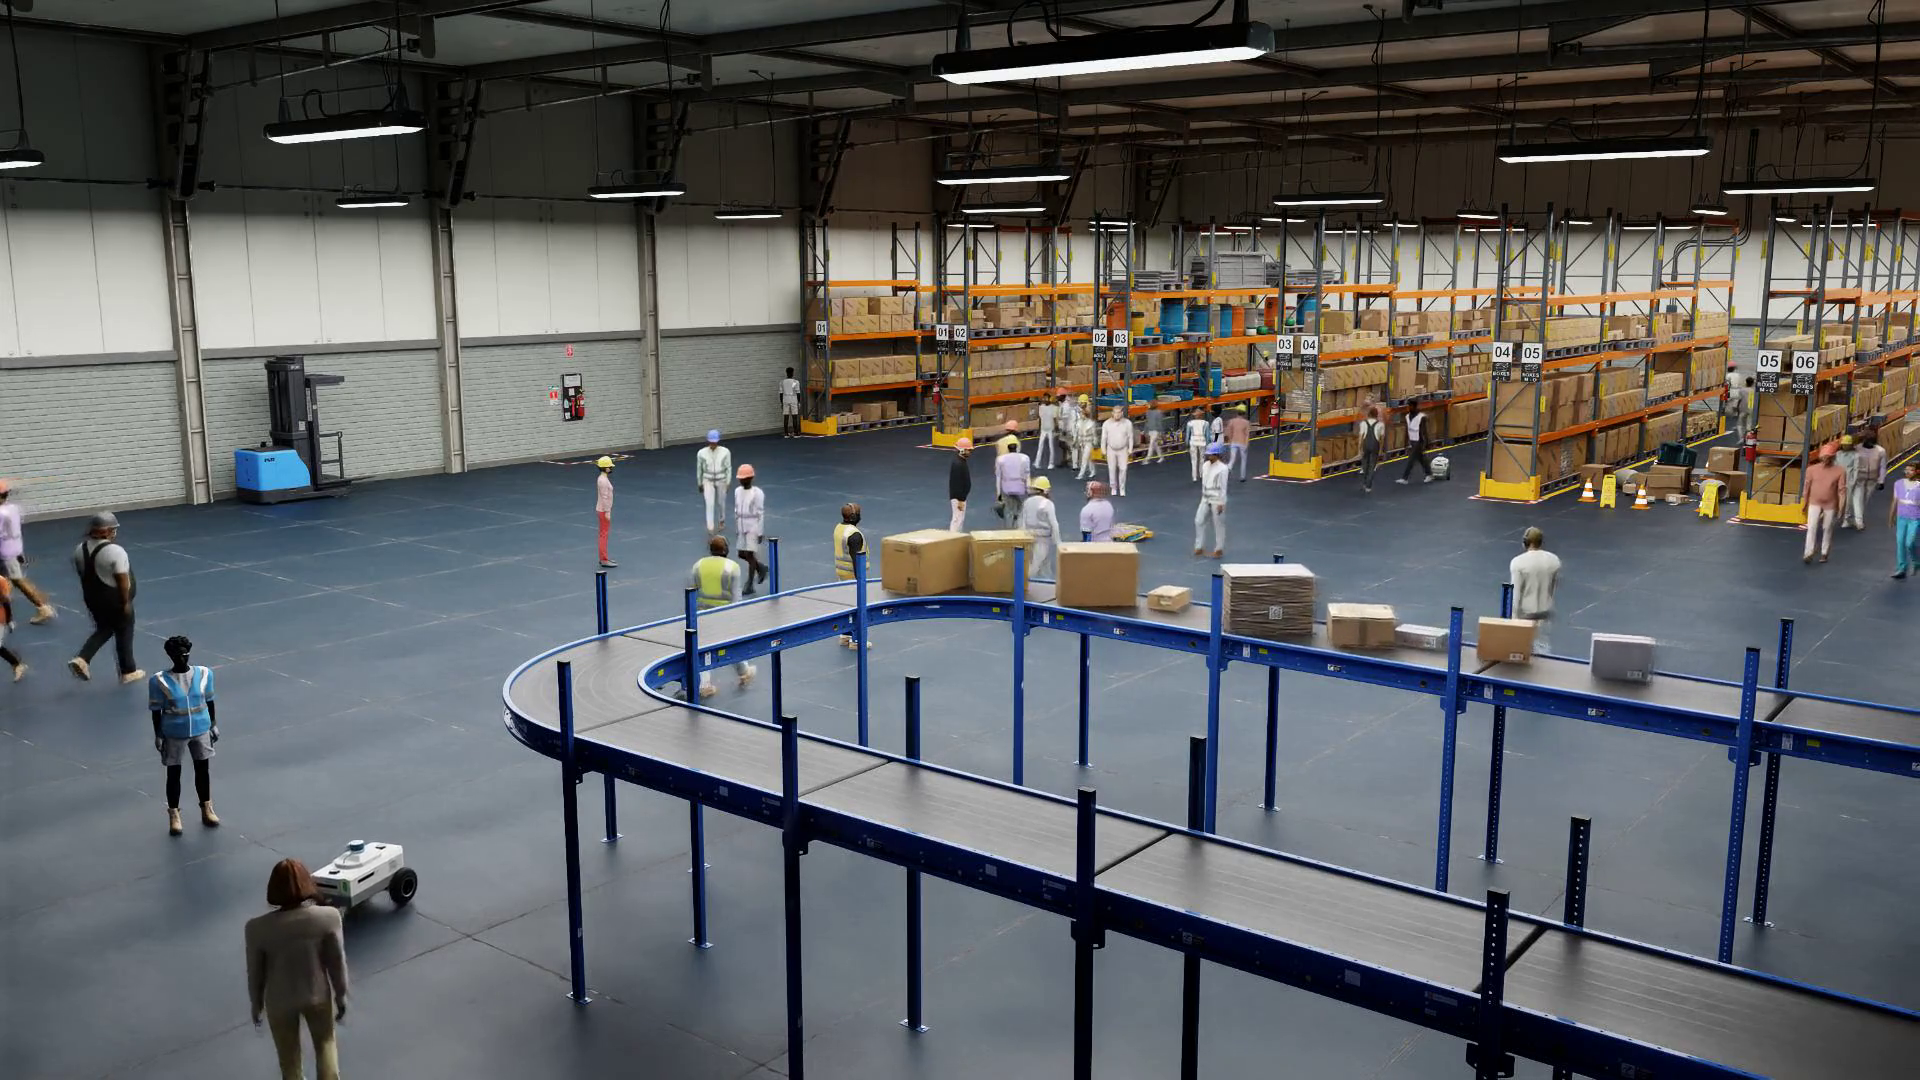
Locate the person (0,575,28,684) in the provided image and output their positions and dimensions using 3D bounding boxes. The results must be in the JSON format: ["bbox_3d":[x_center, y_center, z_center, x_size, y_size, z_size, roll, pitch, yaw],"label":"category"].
[{"bbox_3d":[-10.968,0.893,17.768,0.538,1.663,0.828,2,10,14],"label":"person"}]

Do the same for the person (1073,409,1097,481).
[{"bbox_3d":[2.848,-2.151,35.118,0.505,1.585,0.920,9,13,41],"label":"person"}]

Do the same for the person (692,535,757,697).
[{"bbox_3d":[-2.695,0.827,17.761,0.647,1.791,0.946,4,11,20],"label":"person"}]

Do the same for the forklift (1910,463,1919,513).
[{"bbox_3d":[19.034,-1.348,28.998,2.313,2.155,1.214,8,13,37],"label":"forklift"}]

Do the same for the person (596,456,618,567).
[{"bbox_3d":[-5.672,-0.461,25.086,0.316,1.769,0.523,-3,10,-16],"label":"person"}]

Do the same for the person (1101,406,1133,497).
[{"bbox_3d":[3.250,-1.823,32.418,0.673,1.877,0.838,1,10,6],"label":"person"}]

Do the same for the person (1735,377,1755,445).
[{"bbox_3d":[20.768,-3.386,41.330,0.566,1.842,0.709,2,10,12],"label":"person"}]

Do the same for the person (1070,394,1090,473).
[{"bbox_3d":[2.819,-2.472,36.252,0.590,1.822,0.404,-9,13,-41],"label":"person"}]

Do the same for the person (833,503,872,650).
[{"bbox_3d":[-1.354,0.447,19.765,0.429,1.844,0.630,-5,11,-27],"label":"person"}]

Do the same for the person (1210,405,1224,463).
[{"bbox_3d":[5.734,-2.177,34.940,0.321,1.697,0.535,3,11,16],"label":"person"}]

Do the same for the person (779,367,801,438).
[{"bbox_3d":[-4.709,-3.821,43.435,0.603,1.966,0.367,2,10,12],"label":"person"}]

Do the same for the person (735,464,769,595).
[{"bbox_3d":[-3.062,-0.183,23.084,0.550,1.923,0.631,7,12,36],"label":"person"}]

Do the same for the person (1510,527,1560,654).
[{"bbox_3d":[6.407,0.786,17.692,0.646,1.904,0.874,-2,10,-12],"label":"person"}]

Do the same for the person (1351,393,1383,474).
[{"bbox_3d":[9.356,-2.439,35.892,0.426,1.887,0.687,-9,14,-43],"label":"person"}]

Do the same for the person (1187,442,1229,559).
[{"bbox_3d":[4.061,-0.635,25.608,0.769,1.921,0.646,-6,12,-31],"label":"person"}]

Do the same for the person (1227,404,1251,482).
[{"bbox_3d":[6.143,-2.135,34.588,0.521,1.734,0.700,5,11,27],"label":"person"}]

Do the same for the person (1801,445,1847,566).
[{"bbox_3d":[13.896,-0.562,25.189,0.638,1.934,1.059,7,12,34],"label":"person"}]

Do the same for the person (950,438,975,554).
[{"bbox_3d":[0.032,-0.705,25.869,0.417,1.986,0.608,2,10,11],"label":"person"}]

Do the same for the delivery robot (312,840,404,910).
[{"bbox_3d":[-4.508,2.493,11.726,0.477,0.478,0.707,3,11,18],"label":"delivery robot"}]

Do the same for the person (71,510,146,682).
[{"bbox_3d":[-9.861,0.672,18.060,0.692,2.000,0.705,4,11,21],"label":"person"}]

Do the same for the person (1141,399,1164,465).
[{"bbox_3d":[4.677,-2.625,37.778,0.855,1.586,0.503,-8,13,-36],"label":"person"}]

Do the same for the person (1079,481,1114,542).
[{"bbox_3d":[1.873,0.110,21.629,0.667,1.864,1.008,-10,14,-43],"label":"person"}]

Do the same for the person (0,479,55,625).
[{"bbox_3d":[-12.724,0.165,20.931,1.025,1.999,0.621,-2,10,-13],"label":"person"}]

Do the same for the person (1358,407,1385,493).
[{"bbox_3d":[8.760,-1.921,33.251,0.500,1.787,0.985,5,11,26],"label":"person"}]

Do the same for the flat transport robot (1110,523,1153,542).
[{"bbox_3d":[2.773,-0.089,27.320,0.652,0.197,1.431,6,12,31],"label":"flat transport robot"}]

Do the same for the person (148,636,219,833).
[{"bbox_3d":[-6.641,1.647,13.421,0.541,1.696,0.315,-9,14,-42],"label":"person"}]

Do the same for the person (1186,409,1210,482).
[{"bbox_3d":[5.299,-2.116,34.853,0.525,1.601,0.815,2,10,9],"label":"person"}]

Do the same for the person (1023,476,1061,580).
[{"bbox_3d":[1.136,-0.027,22.599,0.927,1.792,0.597,-7,12,-33],"label":"person"}]

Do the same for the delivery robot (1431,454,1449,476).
[{"bbox_3d":[10.845,-1.704,35.348,0.477,0.478,0.707,4,11,21],"label":"delivery robot"}]

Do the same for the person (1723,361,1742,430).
[{"bbox_3d":[22.432,-4.198,45.503,0.616,2.001,1.034,-2,10,-13],"label":"person"}]

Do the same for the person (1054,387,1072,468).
[{"bbox_3d":[2.471,-2.657,37.023,0.527,1.911,0.583,-1,10,-4],"label":"person"}]

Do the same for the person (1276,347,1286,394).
[{"bbox_3d":[11.902,-6.376,57.929,0.853,1.927,0.675,2,10,9],"label":"person"}]

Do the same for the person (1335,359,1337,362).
[{"bbox_3d":[12.421,-5.199,51.385,0.914,1.895,0.558,-7,12,-33],"label":"person"}]

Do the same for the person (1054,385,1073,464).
[{"bbox_3d":[2.521,-2.758,37.608,0.539,1.910,0.652,-1,10,-7],"label":"person"}]

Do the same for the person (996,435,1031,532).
[{"bbox_3d":[0.927,-0.864,26.959,0.609,1.902,0.464,1,10,6],"label":"person"}]

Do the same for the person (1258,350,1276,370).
[{"bbox_3d":[10.524,-5.541,53.364,0.686,1.876,0.797,4,11,21],"label":"person"}]

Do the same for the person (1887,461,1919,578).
[{"bbox_3d":[14.604,-0.313,24.075,0.454,1.827,0.590,-5,11,-27],"label":"person"}]

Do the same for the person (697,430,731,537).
[{"bbox_3d":[-4.405,-1.054,28.036,0.612,1.912,0.880,-2,10,-11],"label":"person"}]

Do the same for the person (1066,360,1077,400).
[{"bbox_3d":[3.401,-4.649,48.504,0.551,1.817,0.961,7,12,33],"label":"person"}]

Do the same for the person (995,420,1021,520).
[{"bbox_3d":[0.888,-1.297,29.381,0.545,1.921,0.626,10,14,43],"label":"person"}]

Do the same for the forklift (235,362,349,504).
[{"bbox_3d":[-13.803,-2.244,32.110,1.129,2.768,1.873,8,13,37],"label":"forklift"}]

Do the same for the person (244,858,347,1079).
[{"bbox_3d":[-3.642,2.537,8.614,0.499,1.622,0.356,-5,11,-26],"label":"person"}]

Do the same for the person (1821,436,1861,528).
[{"bbox_3d":[16.109,-1.047,28.544,0.867,1.701,0.501,-9,13,-40],"label":"person"}]

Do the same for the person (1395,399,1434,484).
[{"bbox_3d":[10.113,-2.184,34.538,1.000,1.865,0.635,-3,11,-17],"label":"person"}]

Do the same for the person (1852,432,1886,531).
[{"bbox_3d":[16.522,-1.089,28.565,0.627,1.801,0.960,2,10,14],"label":"person"}]

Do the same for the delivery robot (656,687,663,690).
[{"bbox_3d":[-3.131,1.428,16.988,0.335,0.223,0.698,4,11,23],"label":"delivery robot"}]

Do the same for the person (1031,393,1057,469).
[{"bbox_3d":[2.011,-2.530,36.585,0.527,1.815,0.997,4,11,23],"label":"person"}]
